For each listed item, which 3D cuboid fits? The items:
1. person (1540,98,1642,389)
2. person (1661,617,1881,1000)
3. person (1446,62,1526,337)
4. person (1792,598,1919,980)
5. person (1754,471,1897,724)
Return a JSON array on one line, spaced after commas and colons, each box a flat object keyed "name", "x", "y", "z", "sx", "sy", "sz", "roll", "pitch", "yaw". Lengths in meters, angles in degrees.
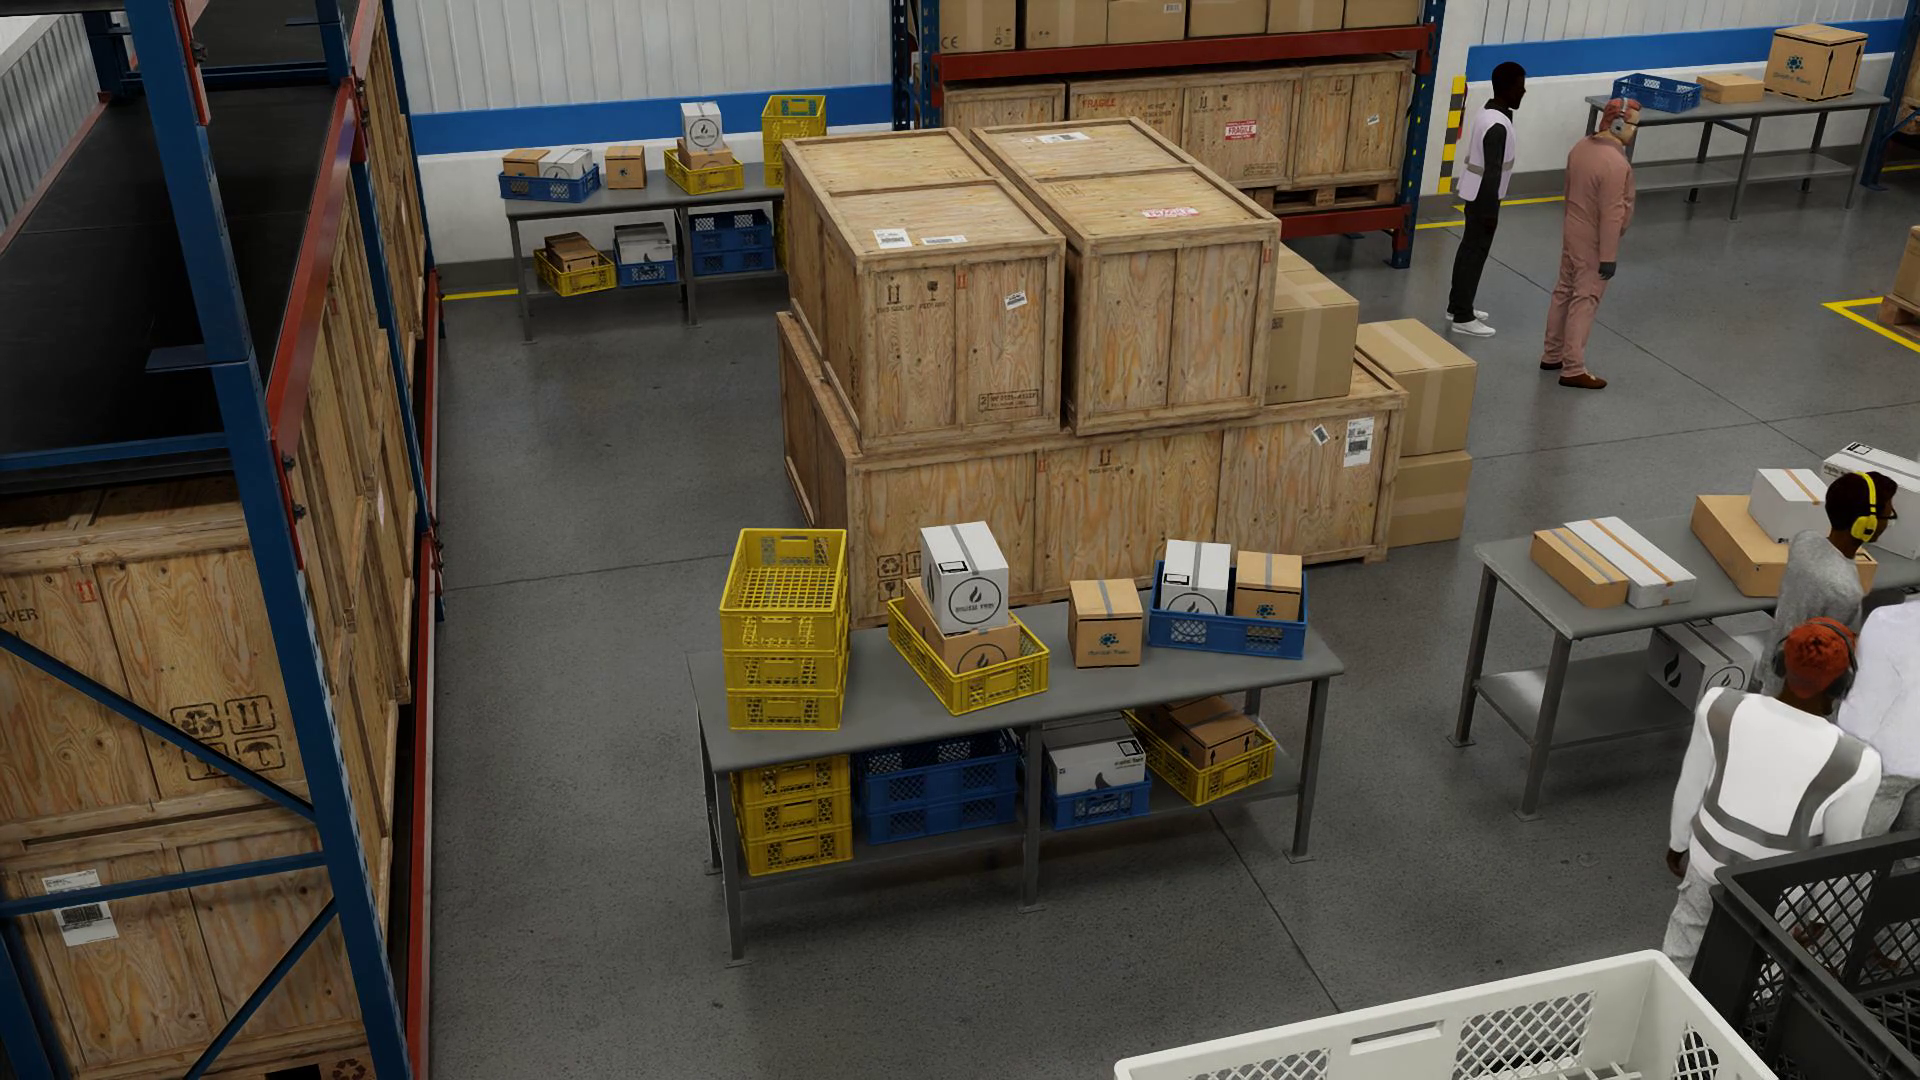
[{"name": "person", "x": 4.185, "y": -1.956, "z": 10.964, "sx": 0.406, "sy": 1.902, "sz": 0.636, "roll": -2, "pitch": 29, "yaw": -4}, {"name": "person", "x": 2.597, "y": 1.081, "z": 5.475, "sx": 0.353, "sy": 1.879, "sz": 0.568, "roll": -26, "pitch": 38, "yaw": -38}, {"name": "person", "x": 3.713, "y": -2.416, "z": 11.777, "sx": 0.384, "sy": 1.918, "sz": 0.596, "roll": 4, "pitch": 29, "yaw": 7}, {"name": "person", "x": 3.383, "y": 0.780, "z": 5.957, "sx": 0.635, "sy": 1.936, "sz": 0.354, "roll": -3, "pitch": 29, "yaw": -6}, {"name": "person", "x": 3.237, "y": 0.584, "z": 6.397, "sx": 0.339, "sy": 1.866, "sz": 0.515, "roll": 2, "pitch": 29, "yaw": 4}]
